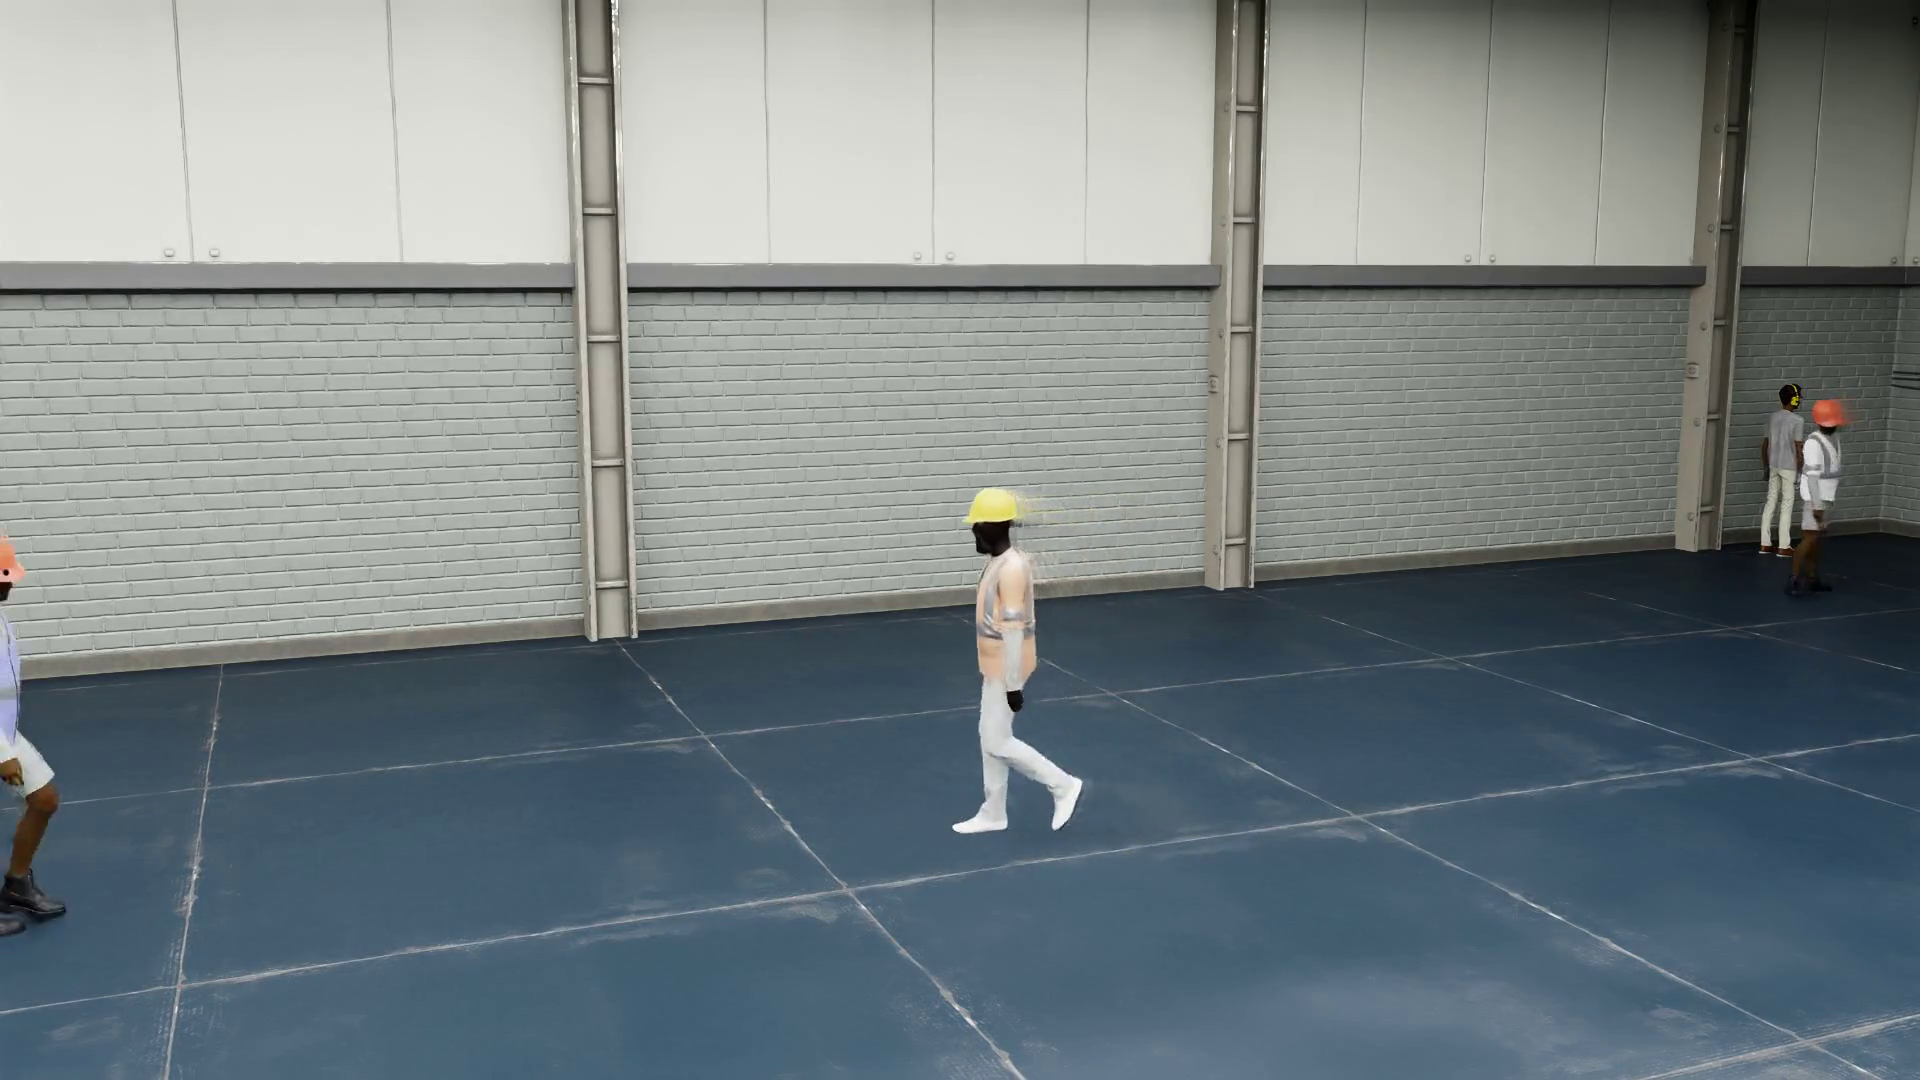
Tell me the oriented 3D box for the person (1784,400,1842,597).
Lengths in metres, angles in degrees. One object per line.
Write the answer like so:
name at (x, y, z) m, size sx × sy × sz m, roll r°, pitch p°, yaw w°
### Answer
person at (8.137, -0.396, 15.732) m, size 0.377 × 1.884 × 0.662 m, roll 9°, pitch 12°, yaw 43°

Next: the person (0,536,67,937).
person at (-4.374, 0.895, 7.533) m, size 0.593 × 1.899 × 0.555 m, roll -1°, pitch 9°, yaw -9°

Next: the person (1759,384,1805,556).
person at (8.920, -0.756, 17.996) m, size 0.316 × 1.870 × 0.531 m, roll -4°, pitch 10°, yaw -22°

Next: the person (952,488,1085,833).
person at (0.304, 0.666, 8.936) m, size 0.616 × 1.913 × 0.592 m, roll -1°, pitch 9°, yaw -4°
